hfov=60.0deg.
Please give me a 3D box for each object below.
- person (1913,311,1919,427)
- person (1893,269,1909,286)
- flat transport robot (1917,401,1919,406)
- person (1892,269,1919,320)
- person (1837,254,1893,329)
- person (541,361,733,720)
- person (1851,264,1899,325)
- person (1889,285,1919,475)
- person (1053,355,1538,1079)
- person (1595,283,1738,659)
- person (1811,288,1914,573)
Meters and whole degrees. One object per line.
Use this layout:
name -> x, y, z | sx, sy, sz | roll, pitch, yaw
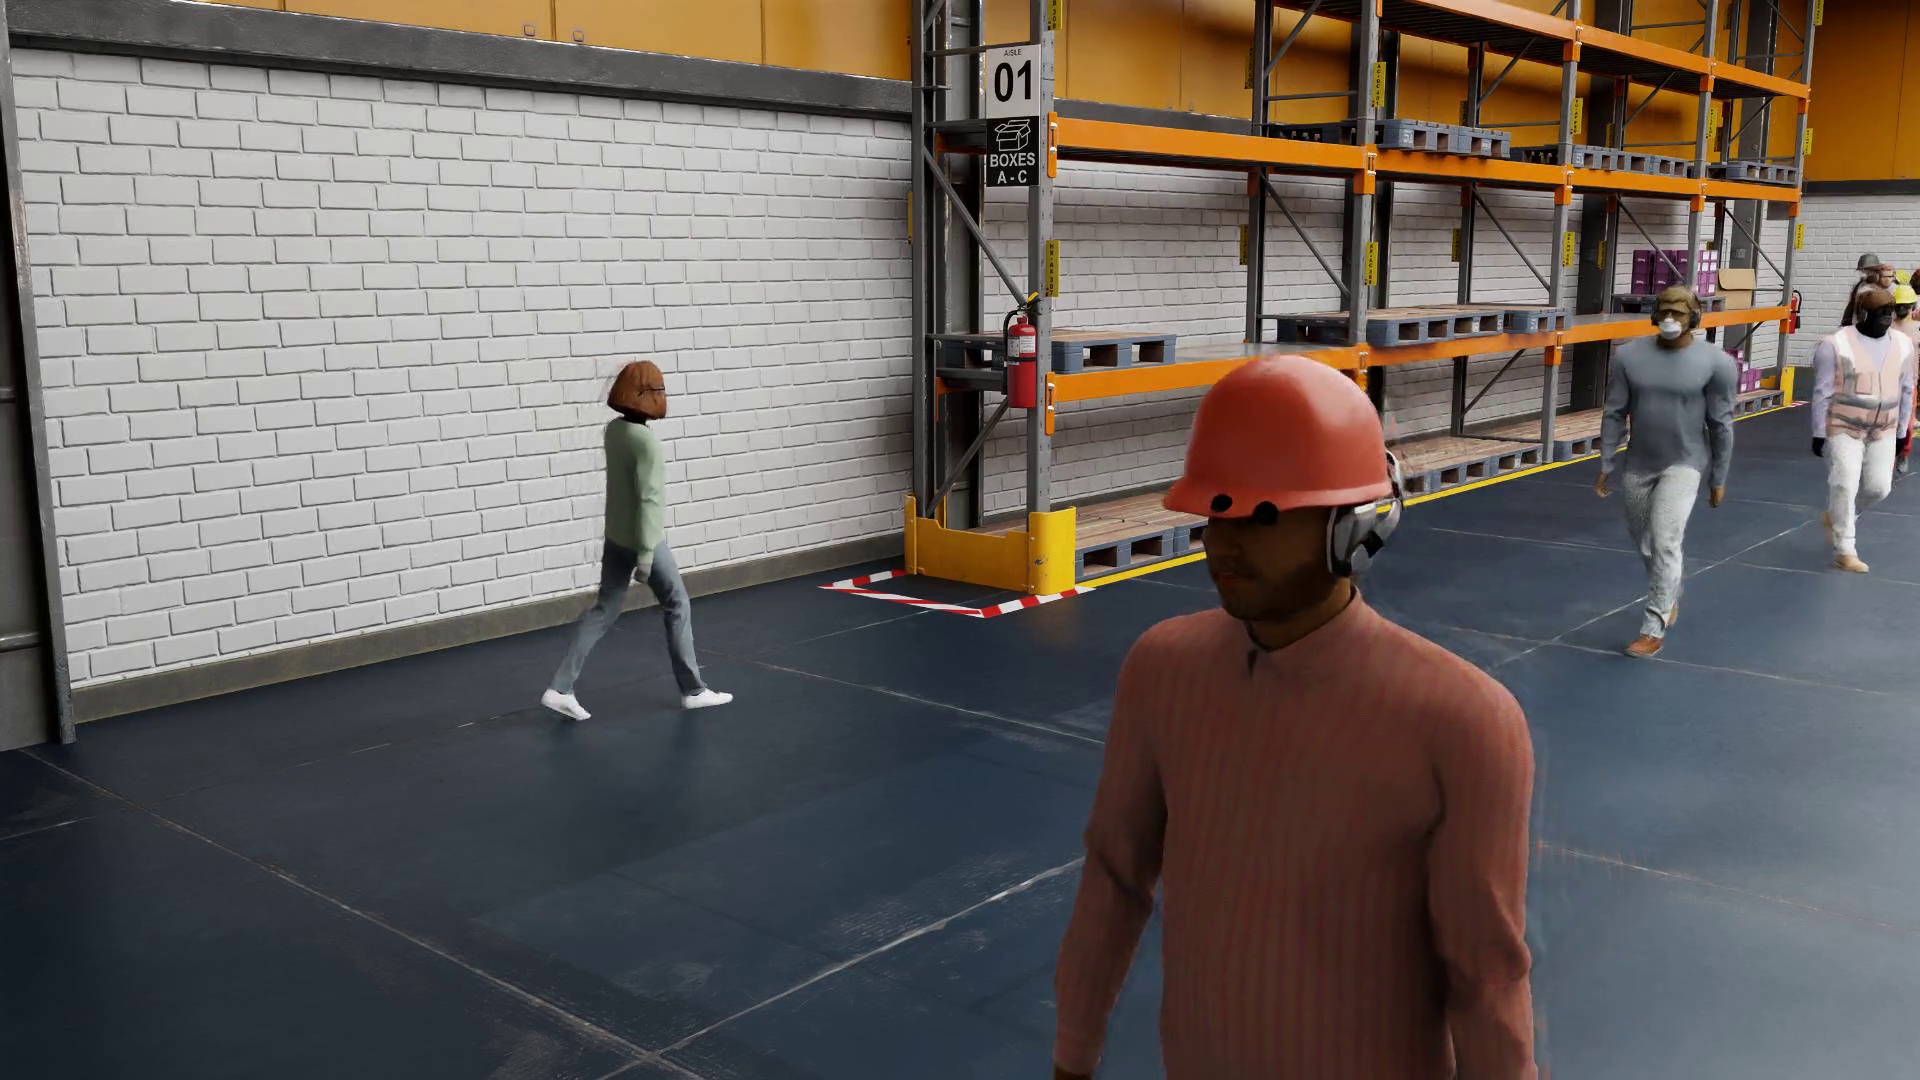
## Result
person -> 11.391, -2.142, 19.353 | 0.882, 1.650, 0.556 | -1, 10, -5
person -> 13.107, -2.947, 23.623 | 0.623, 1.779, 0.635 | 0, 10, 2
flat transport robot -> 12.555, -1.927, 22.088 | 0.652, 0.197, 1.431 | 7, 12, 36
person -> 11.976, -2.509, 21.015 | 0.639, 1.830, 0.996 | 5, 11, 28
person -> 12.061, -2.821, 22.141 | 0.578, 2.000, 0.717 | -2, 10, -12
person -> -1.468, 0.005, 7.330 | 0.844, 1.592, 0.505 | -8, 12, -37
person -> 12.175, -2.710, 22.031 | 0.692, 1.873, 0.825 | 4, 11, 24
person -> 8.330, -1.389, 14.814 | 0.530, 1.754, 0.431 | 6, 12, 31
person -> 0.356, 0.737, 2.170 | 0.992, 1.936, 0.637 | -8, 13, -39
person -> 3.707, -0.383, 8.664 | 0.628, 1.910, 0.911 | 10, 14, 44
person -> 5.818, -0.724, 10.820 | 0.640, 1.826, 0.600 | 0, 10, 0
